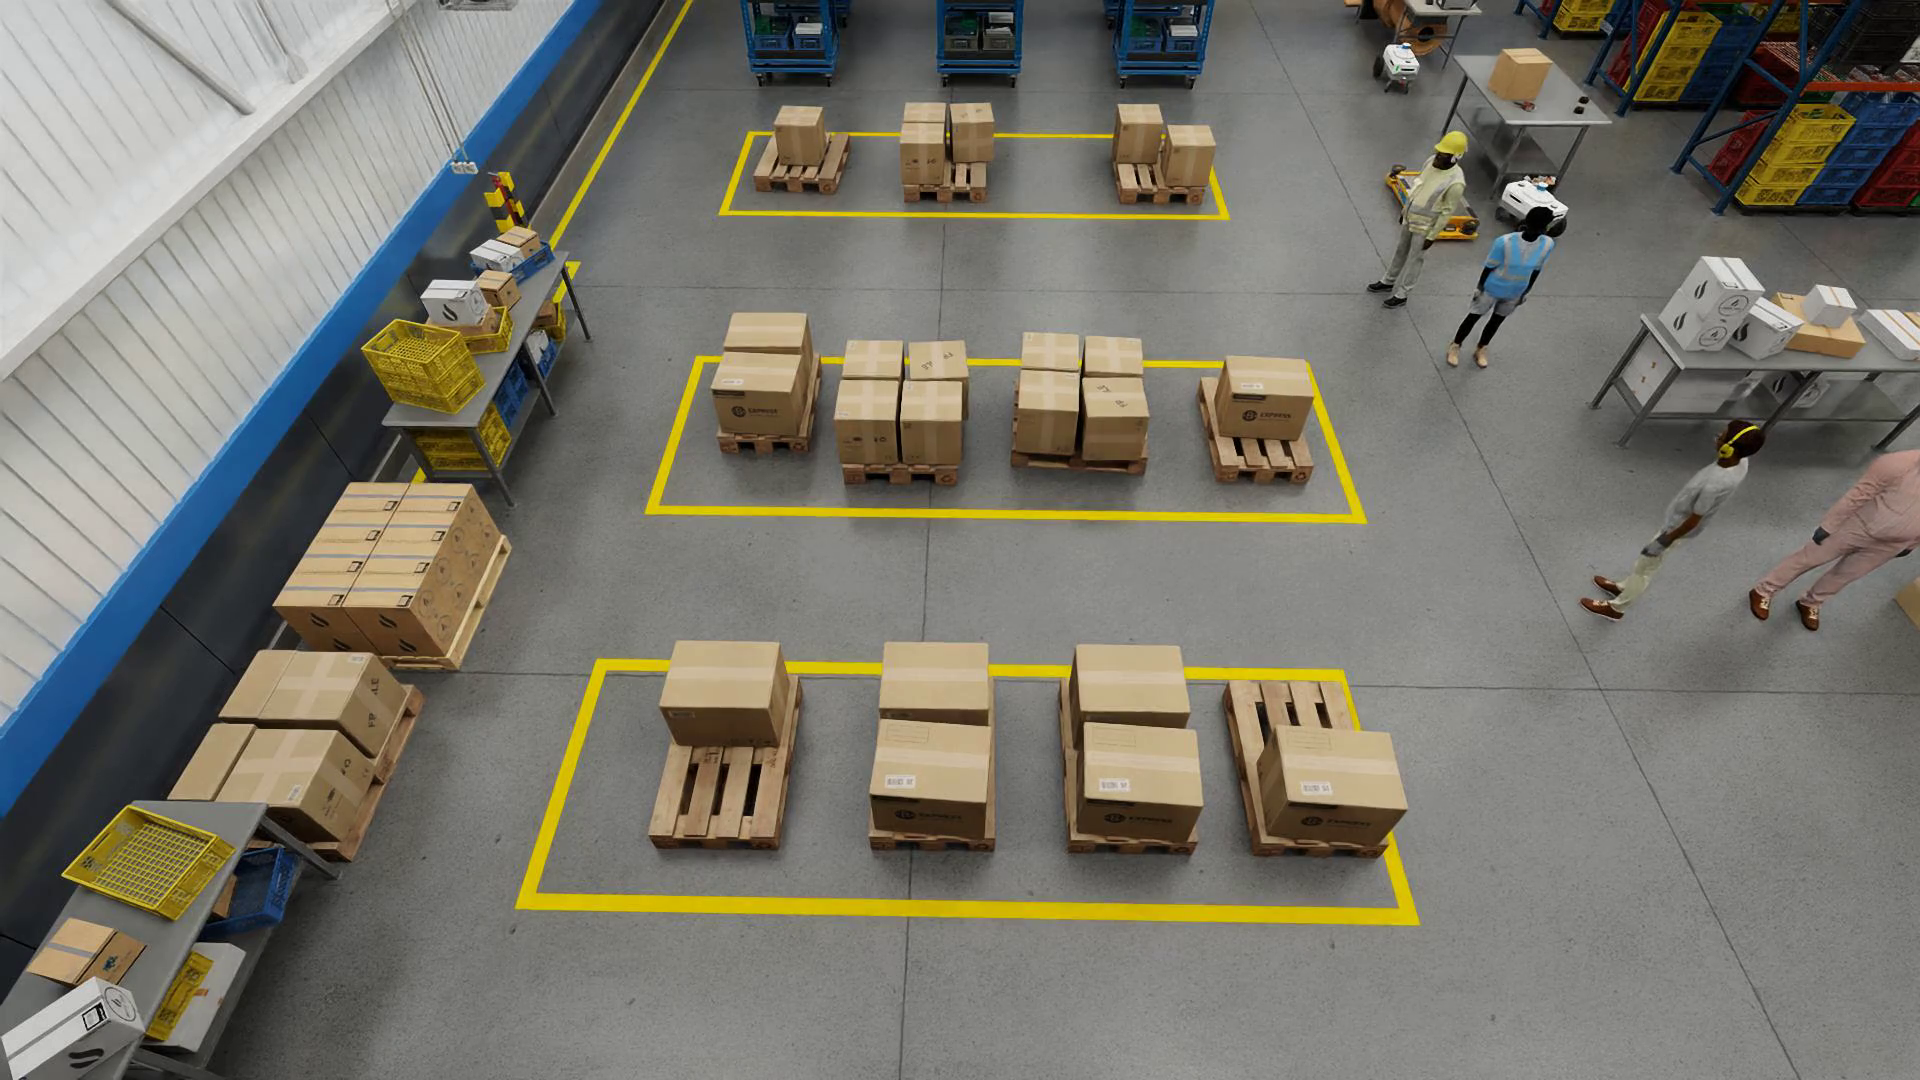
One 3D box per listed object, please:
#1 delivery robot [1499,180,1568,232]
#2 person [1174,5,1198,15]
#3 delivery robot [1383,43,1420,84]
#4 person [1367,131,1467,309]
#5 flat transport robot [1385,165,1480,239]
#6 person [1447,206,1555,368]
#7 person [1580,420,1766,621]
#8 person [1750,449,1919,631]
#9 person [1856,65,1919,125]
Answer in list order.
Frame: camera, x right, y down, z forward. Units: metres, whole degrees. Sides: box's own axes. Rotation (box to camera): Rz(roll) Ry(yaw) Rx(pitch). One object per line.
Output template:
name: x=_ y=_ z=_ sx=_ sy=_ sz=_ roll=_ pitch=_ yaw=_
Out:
delivery robot: x=6.662 y=-3.908 z=10.652 sx=0.477 sy=0.478 sz=0.707 roll=-15 pitch=51 yaw=-13
person: x=3.813 y=-9.399 z=14.750 sx=0.514 sy=1.641 sz=0.307 roll=30 pitch=55 yaw=23
delivery robot: x=6.378 y=-6.917 z=13.256 sx=0.477 sy=0.478 sz=0.707 roll=3 pitch=49 yaw=2
person: x=4.661 y=-3.231 z=9.283 sx=0.404 sy=1.837 sz=0.592 roll=-10 pitch=50 yaw=-8
flat transport robot: x=5.692 y=-4.094 z=11.059 sx=0.652 sy=0.197 sz=1.431 roll=1 pitch=49 yaw=1
person: x=5.102 y=-2.363 z=8.628 sx=0.527 sy=1.689 sz=0.319 roll=5 pitch=49 yaw=4
person: x=5.092 y=-0.099 z=6.557 sx=0.520 sy=1.863 sz=0.335 roll=-35 pitch=58 yaw=-26
person: x=6.478 y=-0.050 z=6.493 sx=0.648 sy=1.900 sz=0.403 roll=15 pitch=51 yaw=12
person: x=11.810 y=-5.870 z=11.538 sx=0.355 sy=1.882 sz=0.576 roll=-11 pitch=50 yaw=-9
